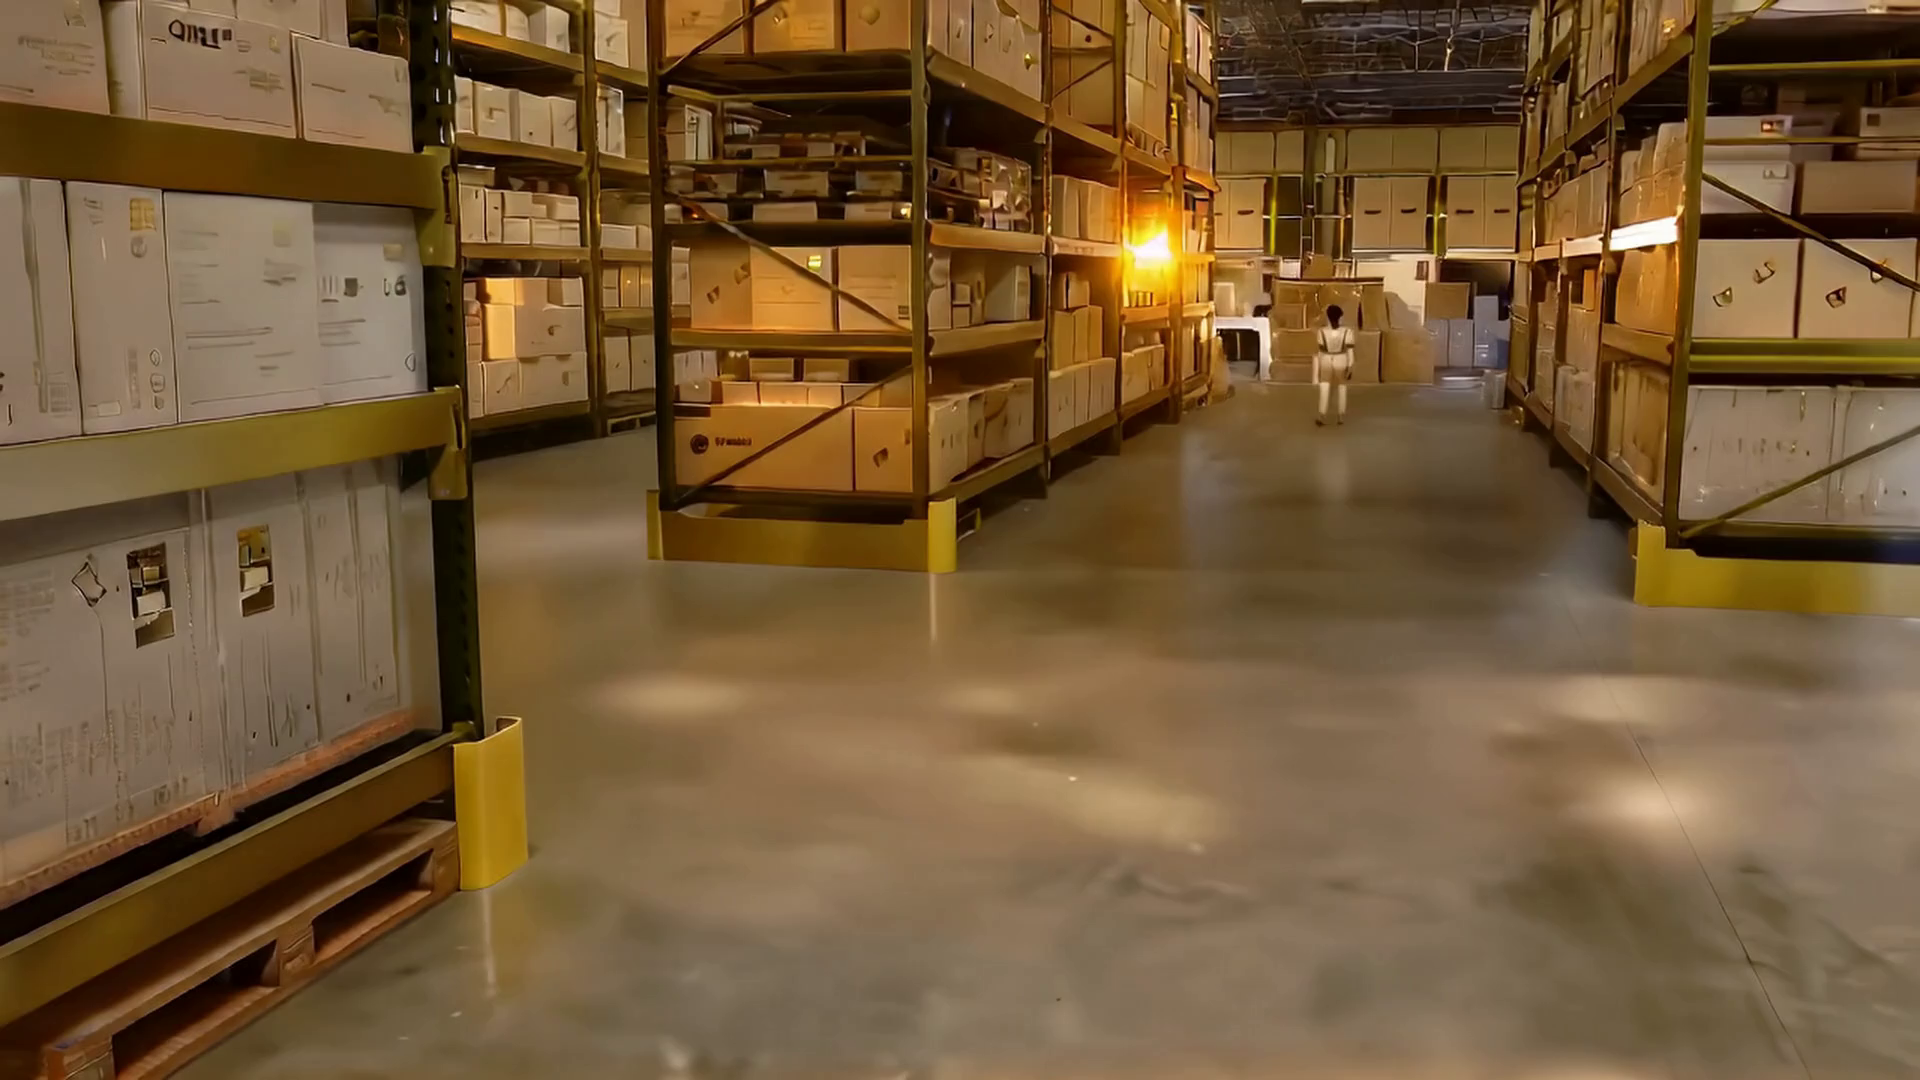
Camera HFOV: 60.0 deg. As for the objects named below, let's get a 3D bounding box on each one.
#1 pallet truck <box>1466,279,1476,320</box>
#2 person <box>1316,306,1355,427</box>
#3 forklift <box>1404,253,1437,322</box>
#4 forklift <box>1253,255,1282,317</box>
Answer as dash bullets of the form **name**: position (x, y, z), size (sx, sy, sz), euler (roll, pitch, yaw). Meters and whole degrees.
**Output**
- **pallet truck**: position (18.896, -8.459, 60.307), size (1.885, 1.965, 0.823), euler (5, 10, 31)
- **person**: position (5.117, -2.371, 22.715), size (0.533, 1.644, 0.875), euler (4, 10, 23)
- **forklift**: position (14.951, -7.917, 54.071), size (1.129, 2.768, 1.873), euler (-2, 9, -11)
- **forklift**: position (10.632, -8.462, 57.531), size (1.129, 2.768, 1.873), euler (-4, 10, -24)
